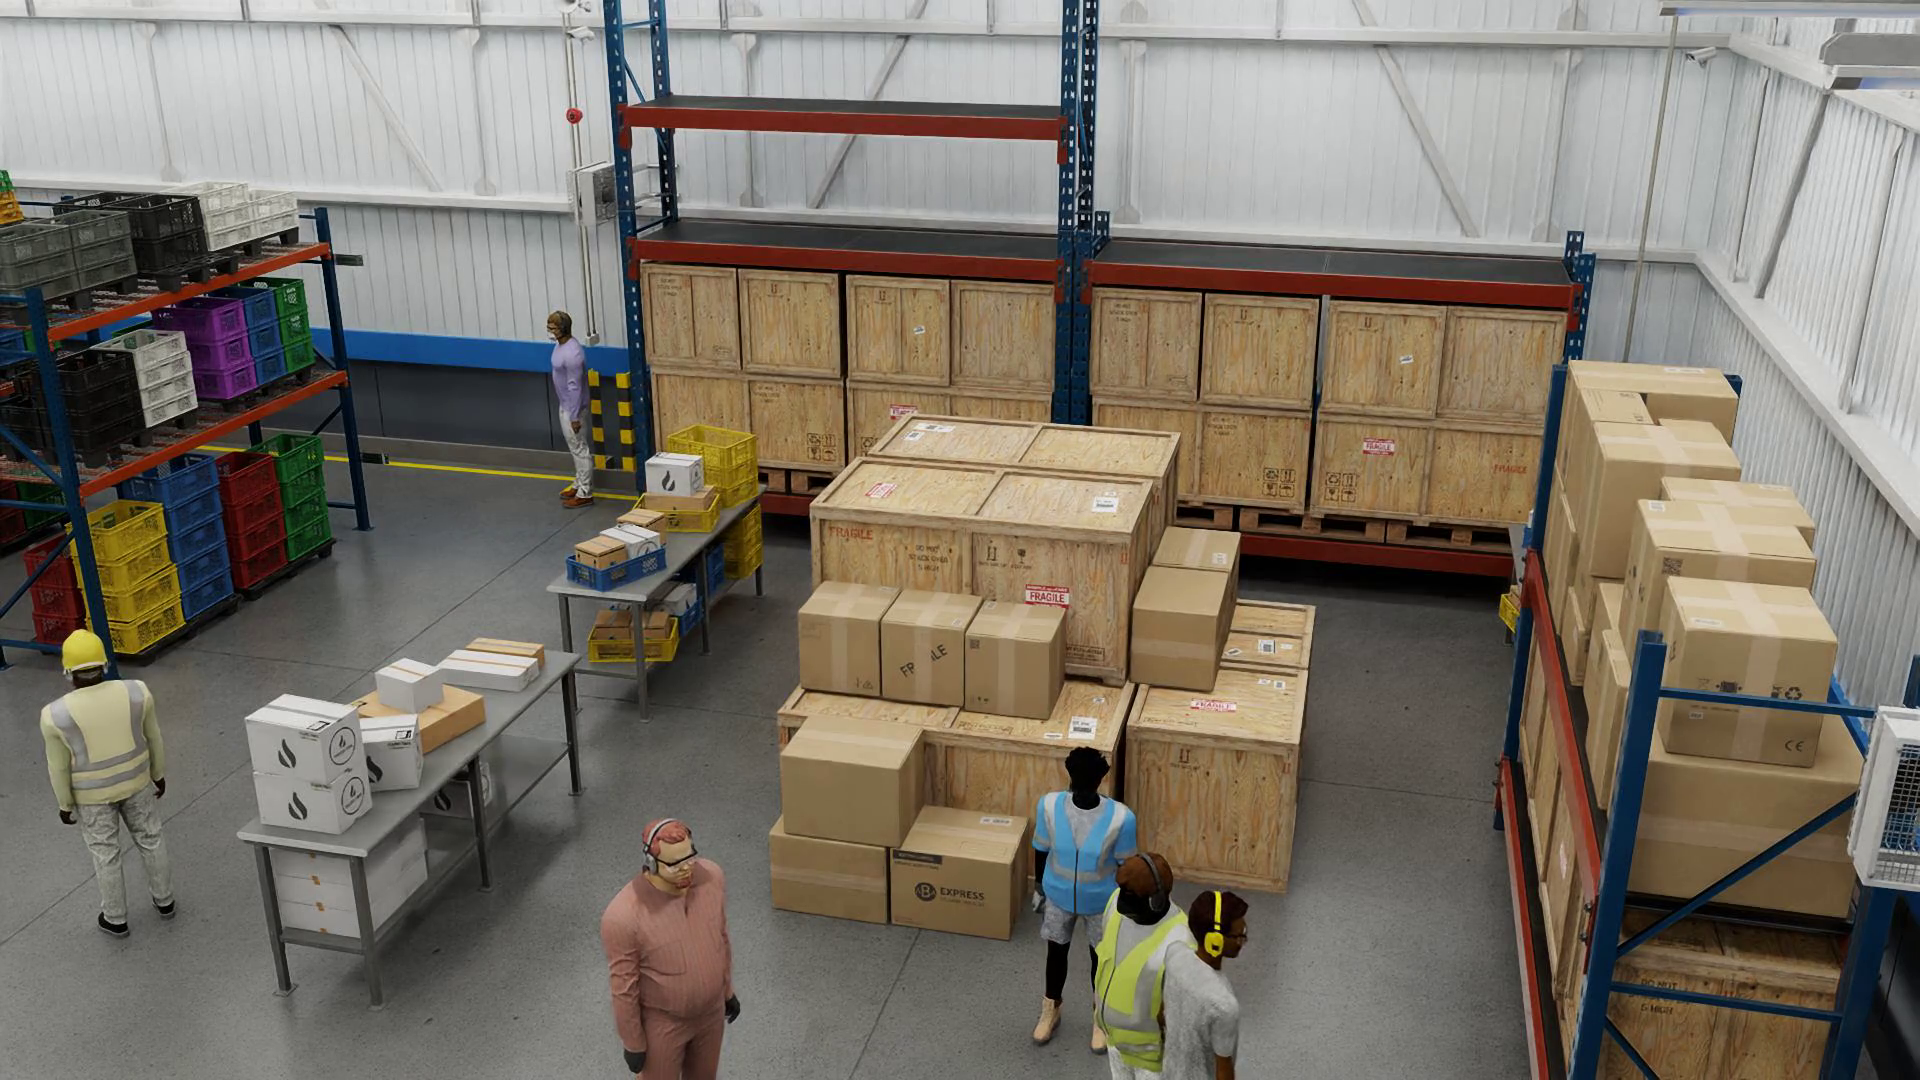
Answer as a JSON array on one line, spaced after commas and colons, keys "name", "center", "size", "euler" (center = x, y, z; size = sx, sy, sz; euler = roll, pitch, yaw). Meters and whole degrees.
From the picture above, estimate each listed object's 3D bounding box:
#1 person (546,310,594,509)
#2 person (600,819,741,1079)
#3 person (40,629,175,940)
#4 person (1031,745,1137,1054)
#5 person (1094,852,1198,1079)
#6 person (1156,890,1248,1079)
[{"name": "person", "center": [-3.740, -1.266, 16.017], "size": [0.374, 1.933, 0.625], "euler": [-8, 22, -19]}, {"name": "person", "center": [-1.223, 2.074, 7.309], "size": [0.408, 1.908, 0.642], "euler": [17, 26, 37]}, {"name": "person", "center": [-4.747, 1.354, 9.292], "size": [0.593, 1.833, 0.404], "euler": [-19, 28, -41]}, {"name": "person", "center": [0.609, 1.789, 8.341], "size": [0.533, 1.697, 0.319], "euler": [6, 22, 15]}, {"name": "person", "center": [0.793, 2.156, 7.204], "size": [0.431, 1.835, 0.623], "euler": [-10, 23, -25]}, {"name": "person", "center": [0.991, 2.267, 6.863], "size": [0.332, 1.864, 0.514], "euler": [-9, 23, -23]}]
